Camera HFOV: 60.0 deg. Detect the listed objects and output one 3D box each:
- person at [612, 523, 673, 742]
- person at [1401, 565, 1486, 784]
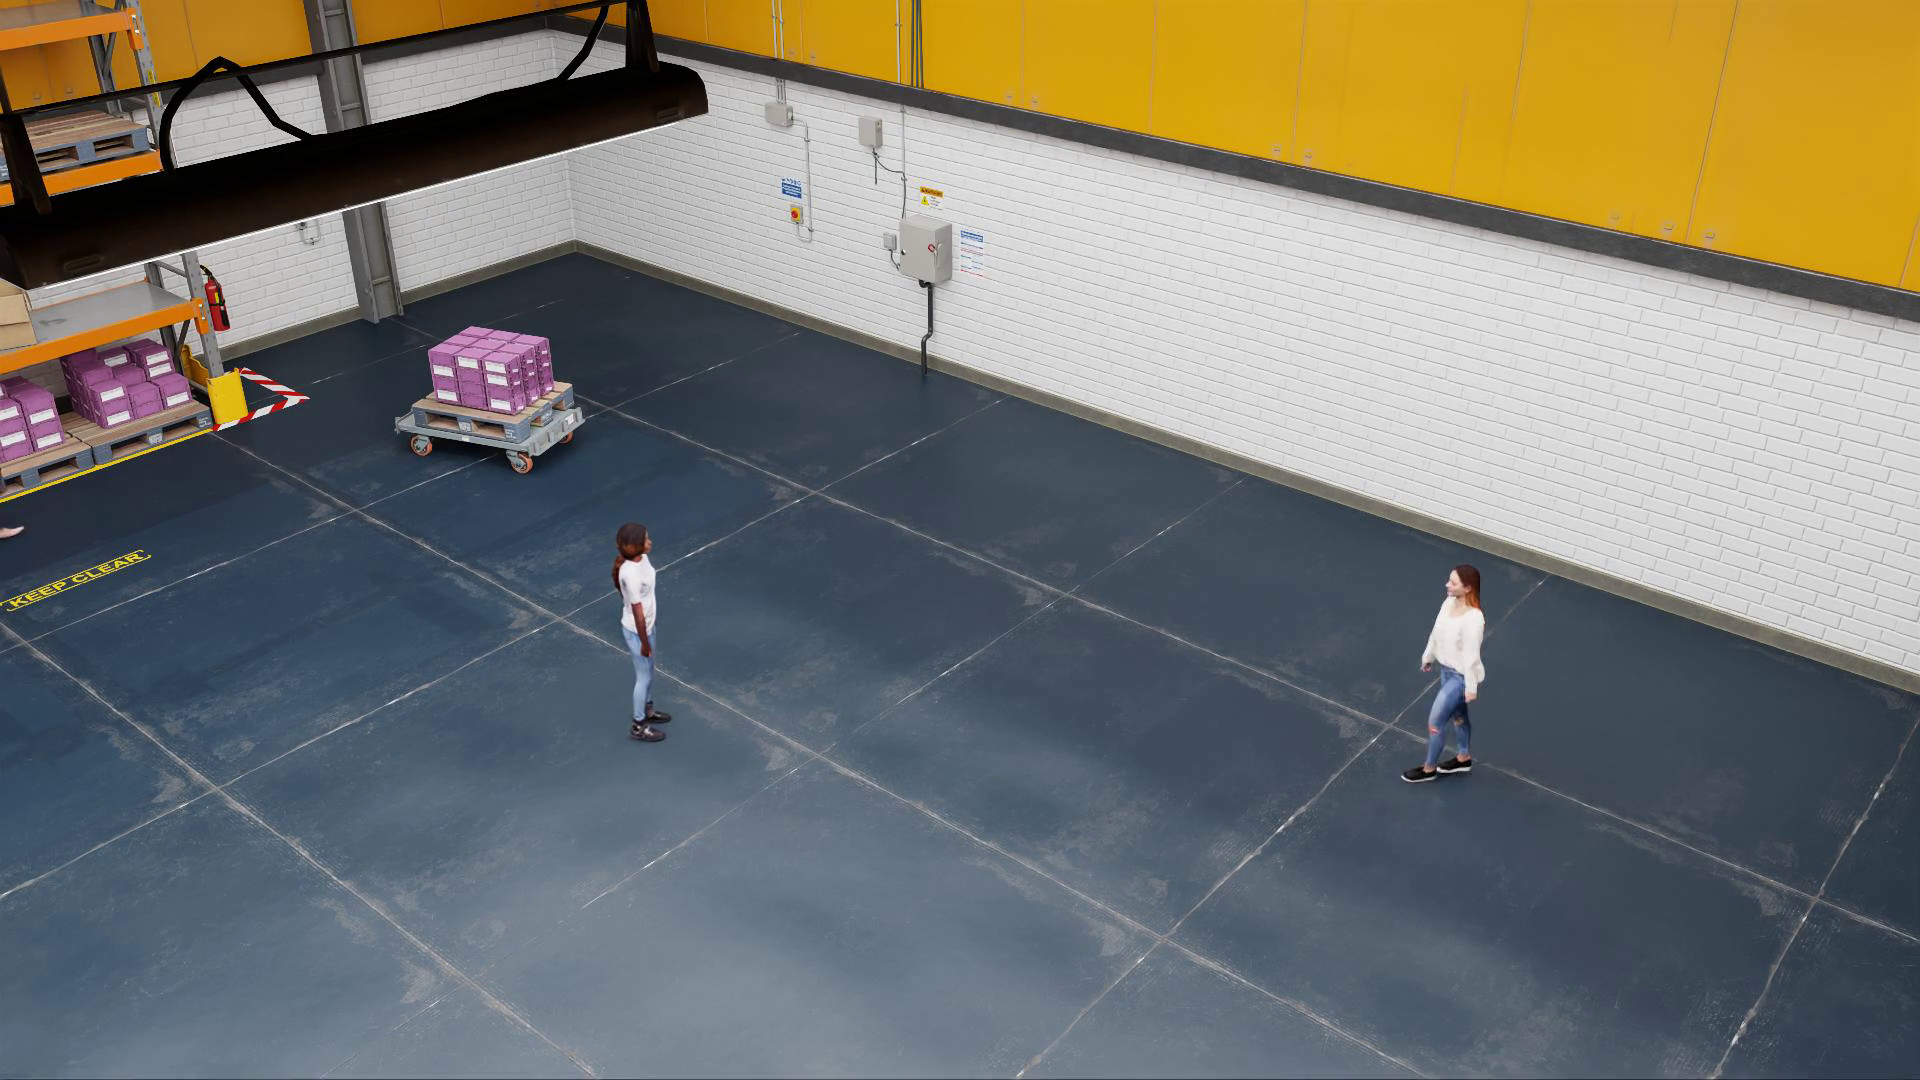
[{"bbox_3d":[-2.288,0.637,11.915,0.706,1.721,0.645,-2,29,-4],"label":"person"},{"bbox_3d":[3.491,0.928,11.430,0.956,1.674,0.894,-3,29,-5],"label":"person"}]
